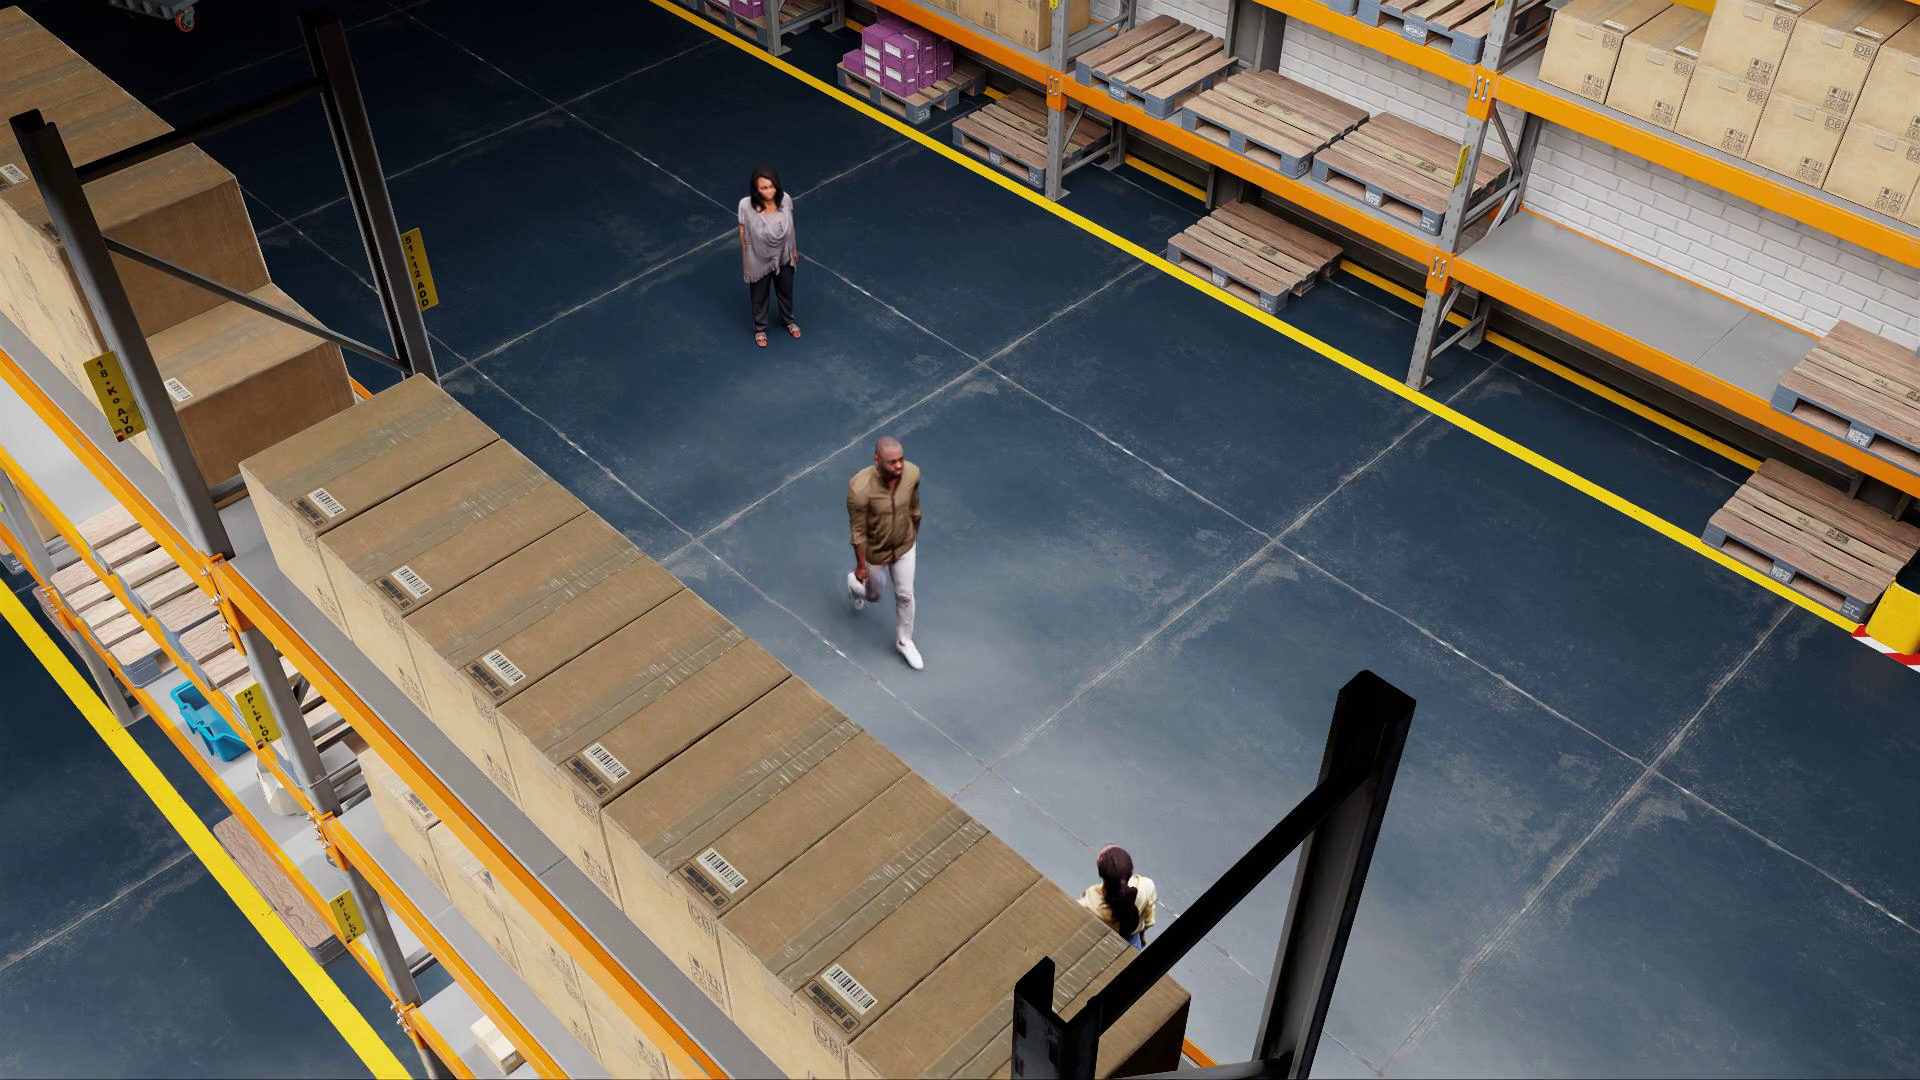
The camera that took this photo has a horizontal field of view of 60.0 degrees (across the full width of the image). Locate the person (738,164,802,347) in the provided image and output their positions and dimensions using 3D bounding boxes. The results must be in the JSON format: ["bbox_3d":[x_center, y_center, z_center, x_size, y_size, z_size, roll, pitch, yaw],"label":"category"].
[{"bbox_3d":[-1.544,-2.336,13.488,0.726,1.610,0.760,-18,46,-18],"label":"person"}]

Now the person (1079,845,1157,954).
[{"bbox_3d":[0.790,2.150,8.764,0.715,1.631,0.690,-16,46,-16],"label":"person"}]

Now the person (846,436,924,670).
[{"bbox_3d":[-0.527,0.013,10.887,0.902,1.798,1.122,-22,48,-21],"label":"person"}]
